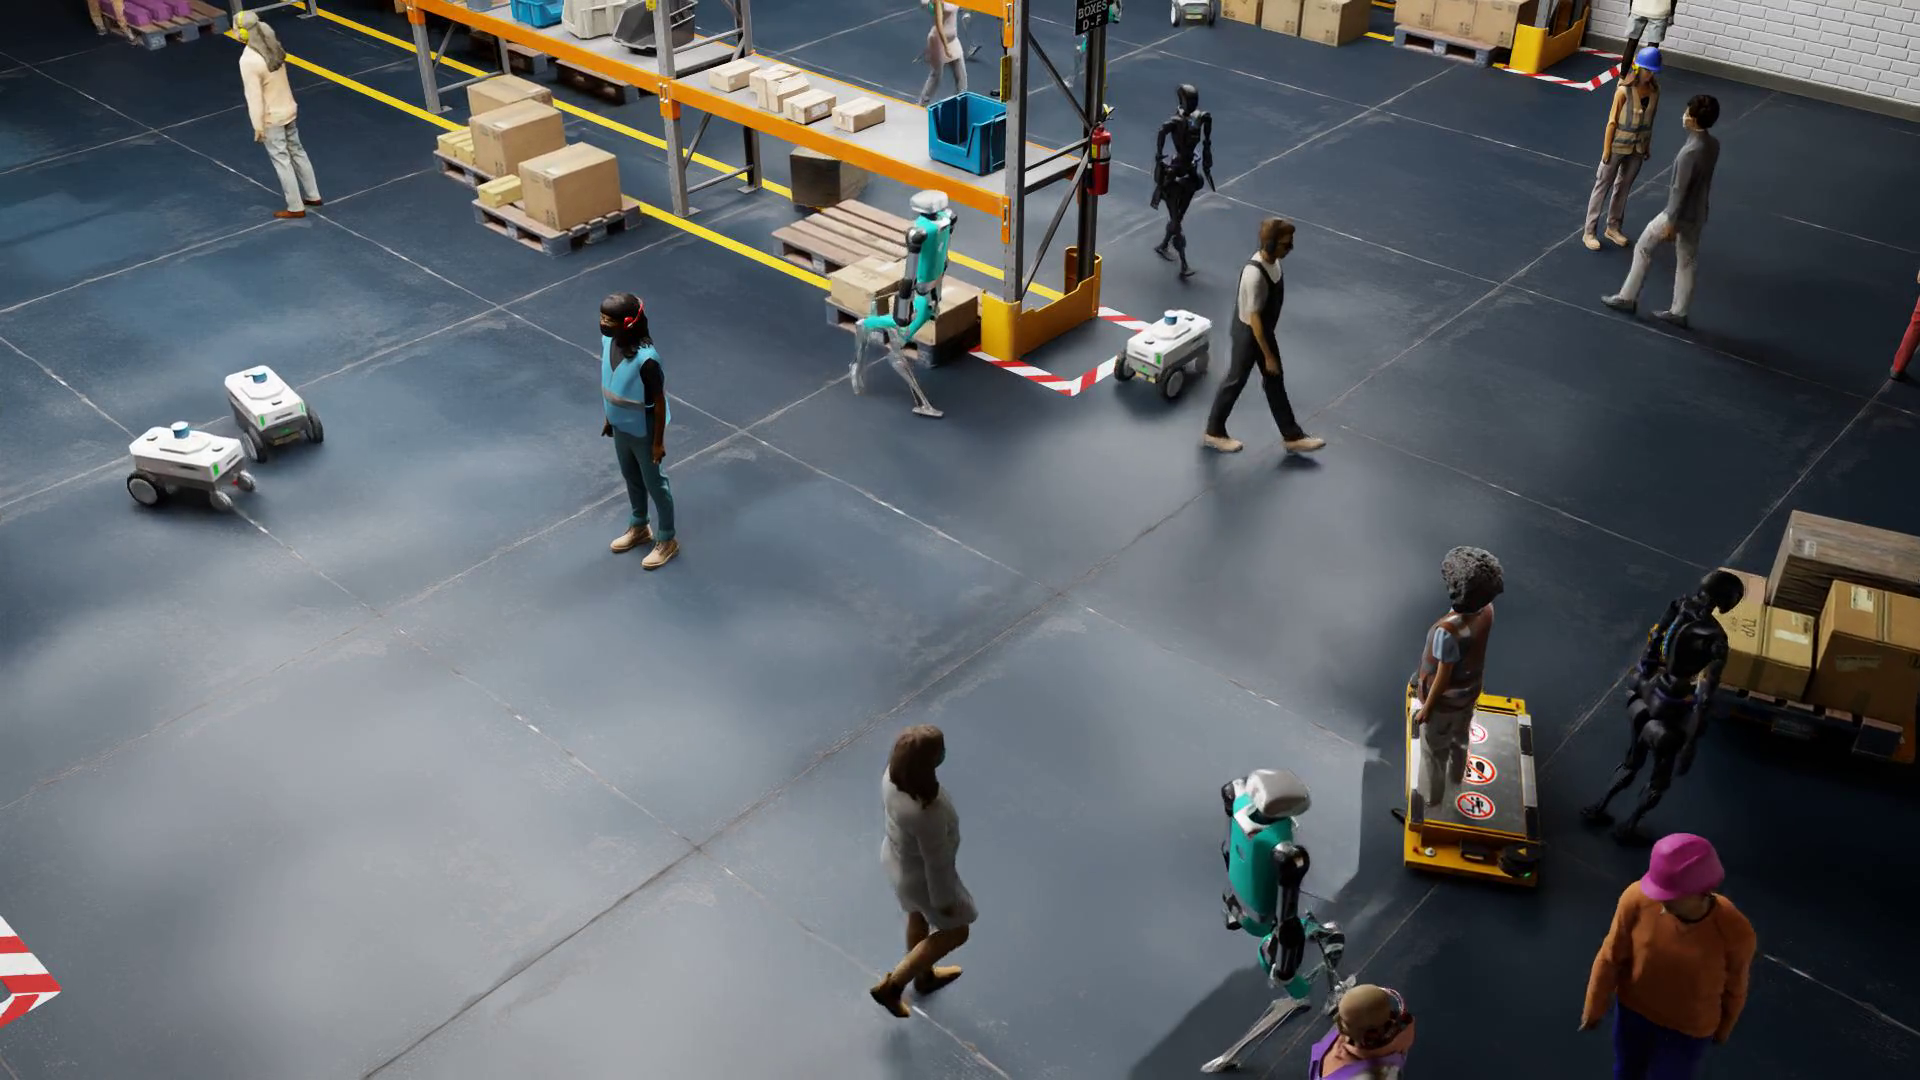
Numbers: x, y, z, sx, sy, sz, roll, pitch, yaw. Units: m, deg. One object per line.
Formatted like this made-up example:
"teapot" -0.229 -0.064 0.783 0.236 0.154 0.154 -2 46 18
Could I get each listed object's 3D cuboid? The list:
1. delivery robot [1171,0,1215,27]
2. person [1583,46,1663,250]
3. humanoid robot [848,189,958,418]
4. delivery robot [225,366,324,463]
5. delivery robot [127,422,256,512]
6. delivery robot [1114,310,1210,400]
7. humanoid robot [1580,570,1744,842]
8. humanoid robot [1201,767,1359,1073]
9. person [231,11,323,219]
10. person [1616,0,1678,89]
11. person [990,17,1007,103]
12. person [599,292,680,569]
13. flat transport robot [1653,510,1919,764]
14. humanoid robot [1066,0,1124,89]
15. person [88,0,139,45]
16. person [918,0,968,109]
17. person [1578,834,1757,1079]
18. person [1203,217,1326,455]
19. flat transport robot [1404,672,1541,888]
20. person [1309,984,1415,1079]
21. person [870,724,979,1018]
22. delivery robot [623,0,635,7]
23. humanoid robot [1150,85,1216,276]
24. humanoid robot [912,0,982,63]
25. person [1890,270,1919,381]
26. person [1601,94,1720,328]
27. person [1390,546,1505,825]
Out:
"delivery robot" 2.783 -6.497 19.976 0.525 0.601 0.772 -3 35 -4
"person" 5.763 -3.386 14.387 0.462 1.778 0.305 -10 36 -14
"humanoid robot" -0.531 -1.772 12.115 1.010 1.753 0.562 19 39 26
"delivery robot" -4.955 -0.934 11.928 0.499 0.613 0.814 -26 42 -32
"delivery robot" -5.262 -0.524 11.323 0.775 0.601 0.499 9 36 13
"delivery robot" 1.568 -1.445 12.657 0.499 0.601 0.775 27 43 33
"humanoid robot" 3.543 0.841 8.377 0.408 1.649 0.617 -4 35 -5
"humanoid robot" 1.542 1.614 7.208 0.989 1.778 0.533 -13 37 -18
"person" -6.161 -3.810 14.936 0.392 1.865 0.569 7 35 10
"person" 7.335 -5.596 17.659 0.531 1.697 0.320 25 42 32
"person" 0.472 -5.513 17.345 0.391 1.927 0.540 -4 35 -6
"person" -2.026 -0.693 10.408 0.538 1.865 0.382 26 42 32
"flat transport robot" 4.727 0.841 9.591 1.431 0.231 0.659 15 37 20
"humanoid robot" 1.411 -5.575 17.692 0.737 1.906 0.543 23 41 30
"person" -9.960 -6.610 19.118 0.579 1.704 0.904 -29 44 -35
"person" -0.154 -5.058 16.930 0.667 1.633 0.457 19 39 25
"person" 2.789 1.865 6.637 0.529 1.941 0.579 26 42 32
"person" 2.133 -1.343 11.401 0.893 1.807 0.506 18 39 24
"flat transport robot" 2.747 1.263 8.980 0.659 0.231 1.431 7 35 11
"person" 1.457 2.270 6.273 0.346 1.686 0.477 2 35 3
"person" -0.183 1.484 7.434 0.449 1.647 0.508 -15 38 -21
"delivery robot" -4.292 -6.640 20.178 0.782 0.594 0.499 20 39 26
"humanoid robot" 1.913 -3.037 14.000 0.610 1.630 0.756 -17 38 -23
"humanoid robot" -0.111 -6.110 18.418 0.996 1.780 0.531 -1 35 -2
"person" 7.392 -1.959 12.340 0.519 1.758 0.346 26 42 32
"person" 5.669 -2.639 13.231 0.545 1.866 0.823 -20 39 -27
"person" 2.474 0.764 8.449 0.301 1.688 0.448 29 44 35
